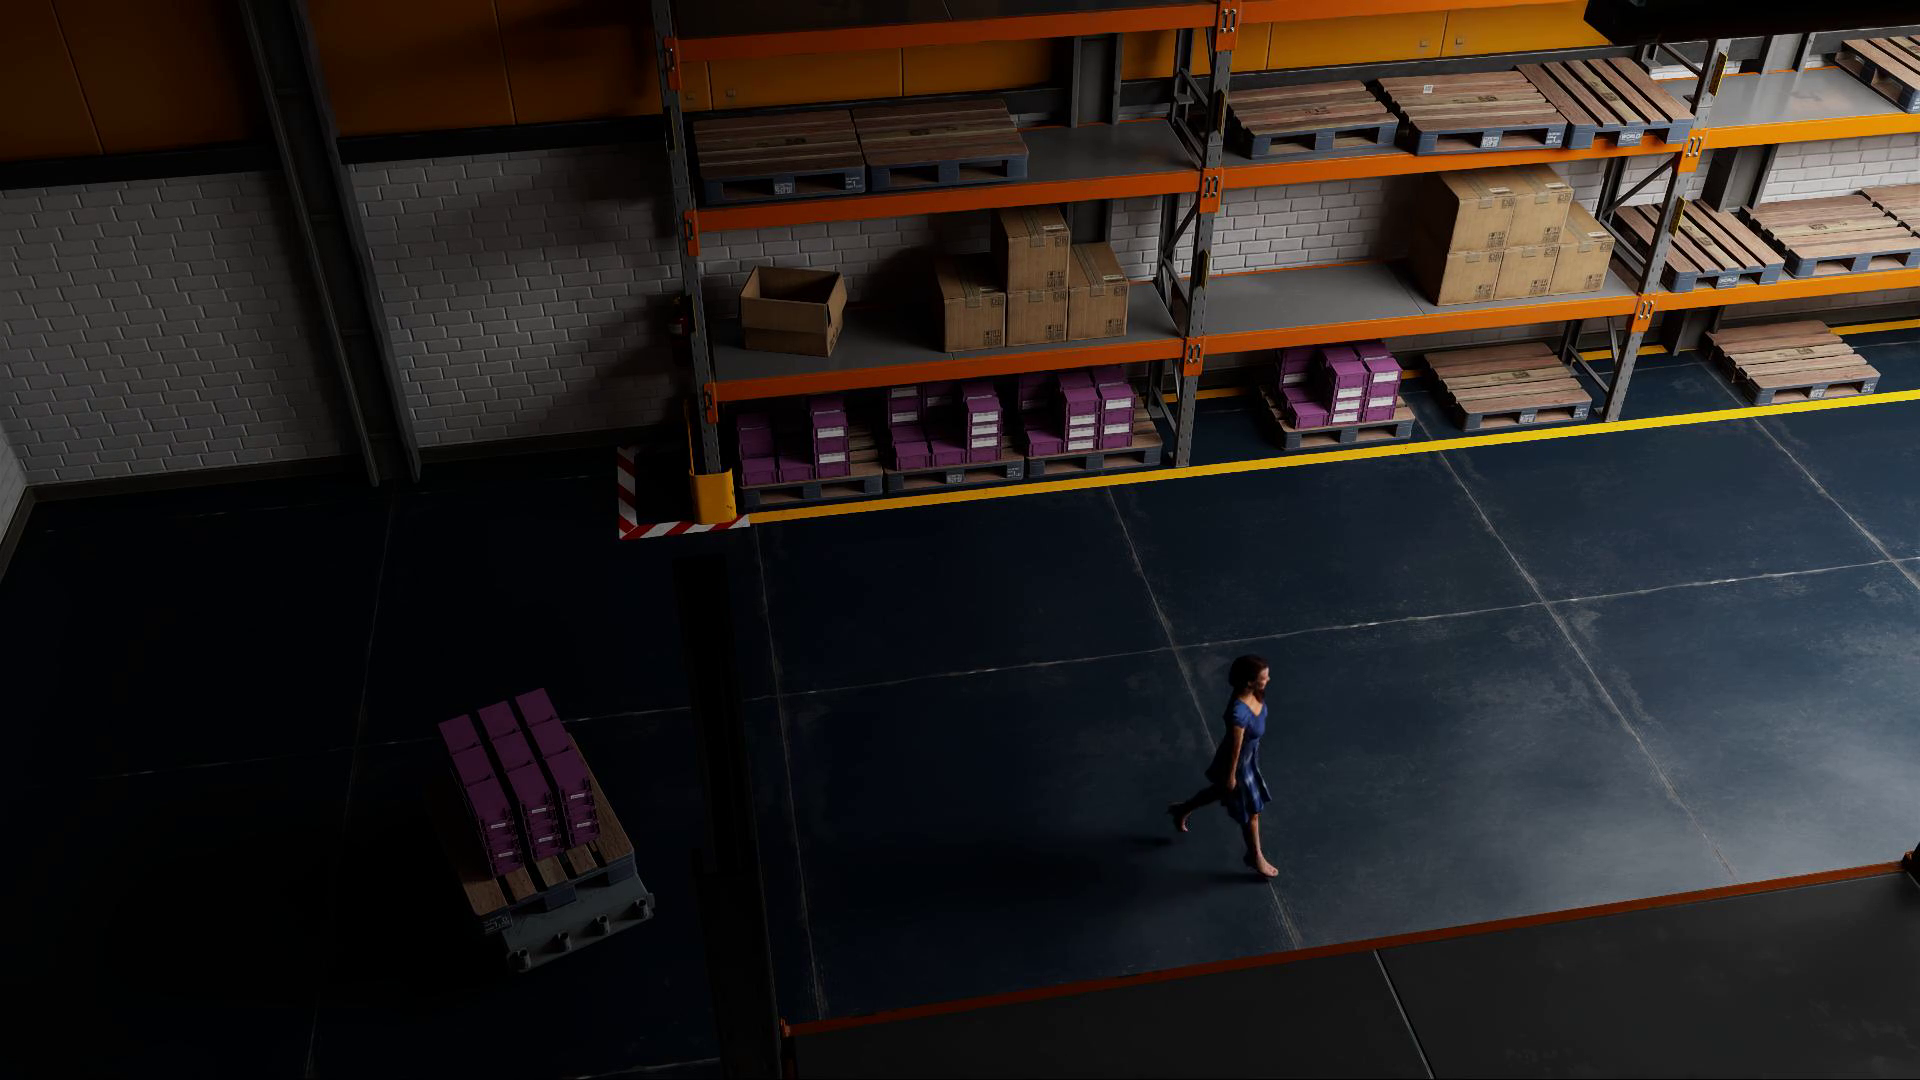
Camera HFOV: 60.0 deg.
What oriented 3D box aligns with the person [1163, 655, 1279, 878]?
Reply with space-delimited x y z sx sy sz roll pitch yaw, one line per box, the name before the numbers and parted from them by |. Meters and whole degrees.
person | 1.688 1.400 10.450 1.134 1.781 0.927 9 40 11
